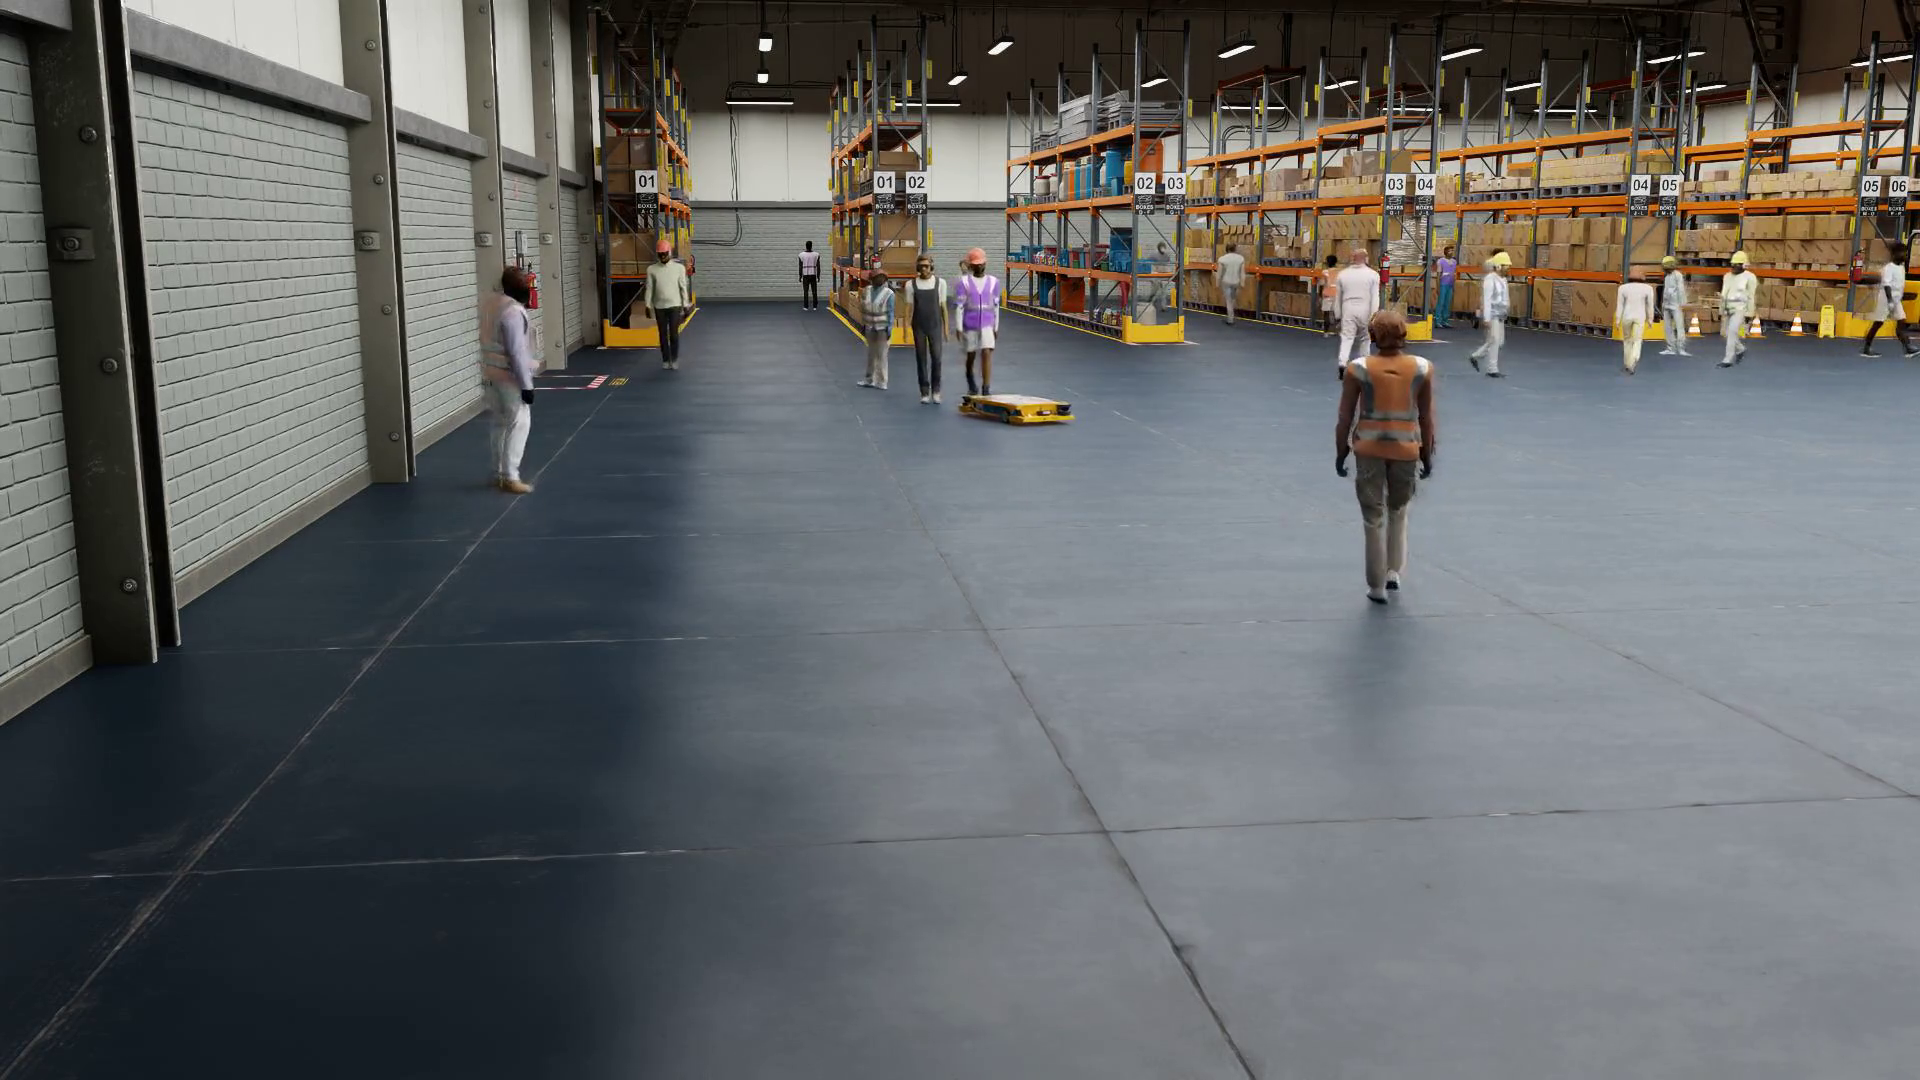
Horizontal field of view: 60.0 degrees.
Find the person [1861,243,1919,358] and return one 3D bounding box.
[{"bbox_3d":[15.664,-3.989,27.801,0.629,1.906,1.025,-7,12,-33],"label":"person"}]

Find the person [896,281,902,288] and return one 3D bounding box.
[{"bbox_3d":[-1.467,-7.034,44.755,0.540,1.832,0.968,-1,10,-7],"label":"person"}]

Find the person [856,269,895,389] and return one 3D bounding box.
[{"bbox_3d":[-1.128,-2.812,22.196,0.644,1.605,0.397,7,12,32],"label":"person"}]

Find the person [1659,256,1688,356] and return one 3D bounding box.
[{"bbox_3d":[12.268,-4.009,28.516,0.383,1.700,0.663,-2,10,-9],"label":"person"}]

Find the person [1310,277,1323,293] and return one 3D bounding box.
[{"bbox_3d":[10.753,-7.848,49.121,0.898,1.859,0.721,-8,13,-37],"label":"person"}]

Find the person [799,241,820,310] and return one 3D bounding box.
[{"bbox_3d":[-4.164,-7.322,46.069,0.596,1.918,0.382,-2,11,-12],"label":"person"}]

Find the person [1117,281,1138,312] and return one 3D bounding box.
[{"bbox_3d":[4.430,-6.898,44.287,0.535,1.720,0.900,-3,11,-17],"label":"person"}]

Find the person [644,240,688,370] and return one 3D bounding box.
[{"bbox_3d":[-4.488,-3.554,25.274,0.647,1.962,0.819,0,10,1],"label":"person"}]

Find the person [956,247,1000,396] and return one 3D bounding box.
[{"bbox_3d":[0.218,-2.727,20.966,0.558,1.912,0.858,-1,10,-6],"label":"person"}]

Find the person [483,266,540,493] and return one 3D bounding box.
[{"bbox_3d":[-3.590,-1.282,13.317,0.433,1.807,0.763,-5,12,-27],"label":"person"}]

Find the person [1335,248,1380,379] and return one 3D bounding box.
[{"bbox_3d":[5.655,-3.226,23.750,0.654,1.869,0.941,6,12,28],"label":"person"}]

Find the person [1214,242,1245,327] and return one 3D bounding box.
[{"bbox_3d":[6.100,-5.801,37.807,0.657,1.884,1.019,-2,11,-13],"label":"person"}]

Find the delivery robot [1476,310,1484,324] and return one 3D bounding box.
[{"bbox_3d":[11.638,-4.952,36.561,0.477,0.478,0.707,-1,10,-8],"label":"delivery robot"}]

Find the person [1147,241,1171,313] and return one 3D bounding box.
[{"bbox_3d":[5.344,-7.091,44.804,0.646,1.917,0.712,-5,11,-24],"label":"person"}]

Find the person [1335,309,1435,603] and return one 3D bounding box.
[{"bbox_3d":[2.365,-0.473,9.313,0.537,1.617,0.511,1,10,3],"label":"person"}]

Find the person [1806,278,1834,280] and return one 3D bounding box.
[{"bbox_3d":[19.794,-5.940,38.304,0.622,1.986,0.410,0,10,1],"label":"person"}]

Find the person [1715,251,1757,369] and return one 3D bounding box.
[{"bbox_3d":[11.995,-3.542,25.648,0.612,1.809,0.608,-4,11,-23],"label":"person"}]

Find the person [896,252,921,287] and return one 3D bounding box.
[{"bbox_3d":[-1.312,-6.705,42.401,0.624,2.030,0.471,-3,11,-15],"label":"person"}]

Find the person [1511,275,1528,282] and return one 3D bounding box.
[{"bbox_3d":[14.923,-6.977,44.311,0.514,1.872,0.328,8,13,38],"label":"person"}]

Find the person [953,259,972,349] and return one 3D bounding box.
[{"bbox_3d":[0.127,-4.315,30.401,0.518,1.623,0.491,5,12,28],"label":"person"}]

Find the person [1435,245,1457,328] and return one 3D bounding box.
[{"bbox_3d":[10.787,-5.626,36.973,0.571,1.843,0.373,-7,12,-33],"label":"person"}]

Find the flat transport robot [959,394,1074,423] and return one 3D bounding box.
[{"bbox_3d":[0.618,-1.474,18.526,0.652,0.197,1.431,-6,12,-28],"label":"flat transport robot"}]

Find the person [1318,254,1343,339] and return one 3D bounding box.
[{"bbox_3d":[7.392,-4.828,33.039,0.560,1.673,0.434,0,10,-3],"label":"person"}]

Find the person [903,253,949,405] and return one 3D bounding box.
[{"bbox_3d":[-0.413,-2.522,20.012,0.555,1.820,0.750,0,10,0],"label":"person"}]

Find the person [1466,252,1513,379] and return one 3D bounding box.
[{"bbox_3d":[7.610,-3.219,23.874,0.571,1.818,0.606,8,13,37],"label":"person"}]

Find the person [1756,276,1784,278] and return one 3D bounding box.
[{"bbox_3d":[19.307,-6.209,39.631,0.682,2.000,0.536,2,11,13],"label":"person"}]

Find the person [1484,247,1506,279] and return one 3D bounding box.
[{"bbox_3d":[11.135,-5.174,34.582,0.626,1.816,0.444,-8,13,-39],"label":"person"}]

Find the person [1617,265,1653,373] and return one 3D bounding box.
[{"bbox_3d":[10.017,-3.272,24.725,0.505,1.604,0.688,5,11,24],"label":"person"}]
